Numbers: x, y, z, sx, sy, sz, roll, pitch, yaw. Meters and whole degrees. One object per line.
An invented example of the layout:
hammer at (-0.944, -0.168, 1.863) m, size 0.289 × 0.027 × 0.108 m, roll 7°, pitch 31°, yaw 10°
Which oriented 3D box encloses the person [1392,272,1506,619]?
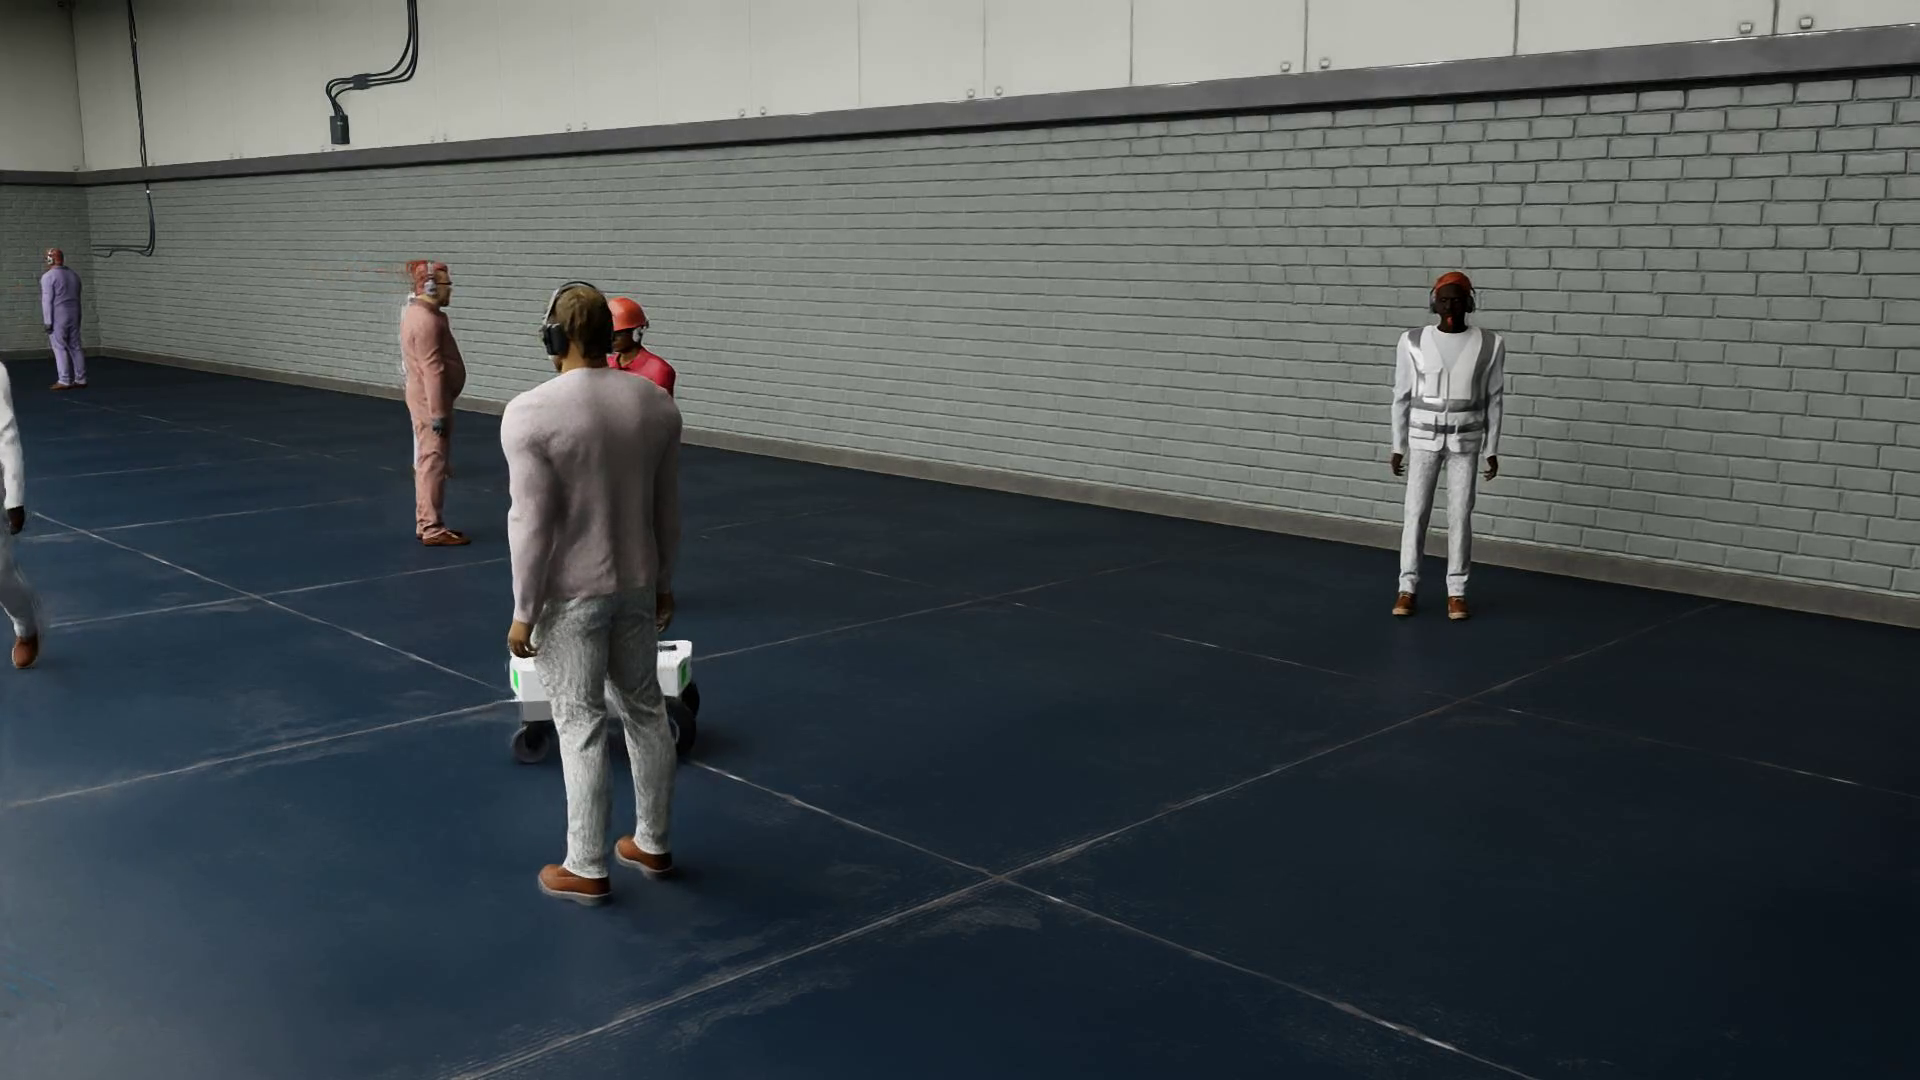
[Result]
person at (2.636, -0.505, 9.033) m, size 0.575 × 1.881 × 0.356 m, roll 3°, pitch 11°, yaw 16°

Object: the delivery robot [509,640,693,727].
delivery robot at (-1.436, 0.542, 6.686) m, size 0.707 × 0.478 × 0.477 m, roll -1°, pitch 11°, yaw -7°

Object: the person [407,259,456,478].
person at (-4.464, -1.439, 14.150) m, size 0.458 × 1.869 × 0.614 m, roll -6°, pitch 12°, yaw -29°

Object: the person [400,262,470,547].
person at (-3.515, -0.902, 11.165) m, size 0.401 × 1.900 × 0.646 m, roll -4°, pitch 11°, yaw -21°

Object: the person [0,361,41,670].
person at (-4.503, -0.211, 7.508) m, size 0.594 × 1.857 × 0.853 m, roll -2°, pitch 11°, yaw -9°

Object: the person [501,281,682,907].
person at (-1.135, 0.170, 5.199) m, size 0.355 × 1.936 × 0.635 m, roll 9°, pitch 14°, yaw 40°

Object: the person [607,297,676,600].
person at (-1.797, -0.451, 9.116) m, size 0.571 × 1.743 × 0.351 m, roll 8°, pitch 13°, yaw 37°

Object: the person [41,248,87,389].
person at (-12.198, -2.997, 22.578) m, size 0.401 × 1.900 × 0.639 m, roll 3°, pitch 11°, yaw 14°
